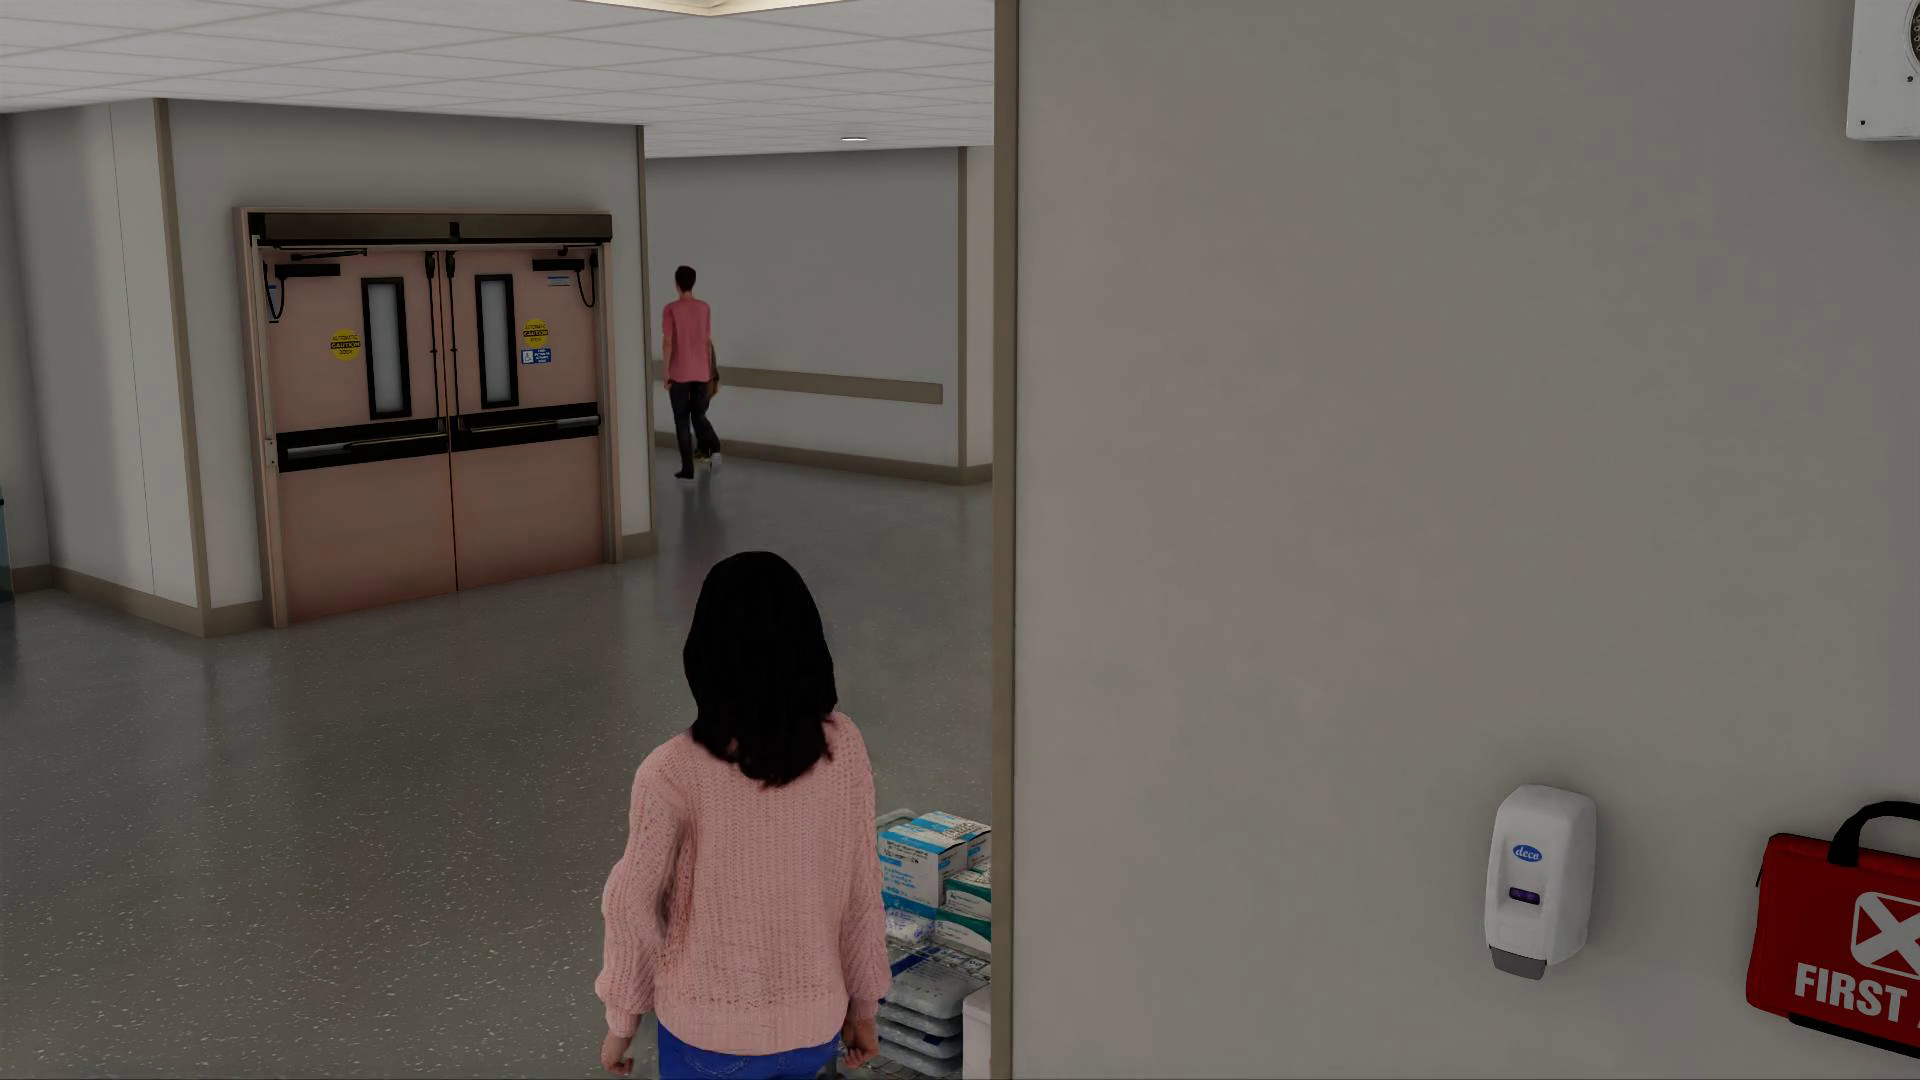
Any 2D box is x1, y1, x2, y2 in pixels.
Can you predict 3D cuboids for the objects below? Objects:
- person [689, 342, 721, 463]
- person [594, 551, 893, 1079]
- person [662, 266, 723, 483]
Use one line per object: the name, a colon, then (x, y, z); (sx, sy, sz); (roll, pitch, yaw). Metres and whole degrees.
person: (-2.525, -1.485, 16.378); (0.645, 1.440, 0.591); (9, 14, 40)
person: (-0.320, 0.910, 2.916); (0.703, 1.752, 0.804); (-7, 13, -34)
person: (-2.403, -1.472, 14.954); (0.859, 1.945, 0.780); (-8, 14, -37)
